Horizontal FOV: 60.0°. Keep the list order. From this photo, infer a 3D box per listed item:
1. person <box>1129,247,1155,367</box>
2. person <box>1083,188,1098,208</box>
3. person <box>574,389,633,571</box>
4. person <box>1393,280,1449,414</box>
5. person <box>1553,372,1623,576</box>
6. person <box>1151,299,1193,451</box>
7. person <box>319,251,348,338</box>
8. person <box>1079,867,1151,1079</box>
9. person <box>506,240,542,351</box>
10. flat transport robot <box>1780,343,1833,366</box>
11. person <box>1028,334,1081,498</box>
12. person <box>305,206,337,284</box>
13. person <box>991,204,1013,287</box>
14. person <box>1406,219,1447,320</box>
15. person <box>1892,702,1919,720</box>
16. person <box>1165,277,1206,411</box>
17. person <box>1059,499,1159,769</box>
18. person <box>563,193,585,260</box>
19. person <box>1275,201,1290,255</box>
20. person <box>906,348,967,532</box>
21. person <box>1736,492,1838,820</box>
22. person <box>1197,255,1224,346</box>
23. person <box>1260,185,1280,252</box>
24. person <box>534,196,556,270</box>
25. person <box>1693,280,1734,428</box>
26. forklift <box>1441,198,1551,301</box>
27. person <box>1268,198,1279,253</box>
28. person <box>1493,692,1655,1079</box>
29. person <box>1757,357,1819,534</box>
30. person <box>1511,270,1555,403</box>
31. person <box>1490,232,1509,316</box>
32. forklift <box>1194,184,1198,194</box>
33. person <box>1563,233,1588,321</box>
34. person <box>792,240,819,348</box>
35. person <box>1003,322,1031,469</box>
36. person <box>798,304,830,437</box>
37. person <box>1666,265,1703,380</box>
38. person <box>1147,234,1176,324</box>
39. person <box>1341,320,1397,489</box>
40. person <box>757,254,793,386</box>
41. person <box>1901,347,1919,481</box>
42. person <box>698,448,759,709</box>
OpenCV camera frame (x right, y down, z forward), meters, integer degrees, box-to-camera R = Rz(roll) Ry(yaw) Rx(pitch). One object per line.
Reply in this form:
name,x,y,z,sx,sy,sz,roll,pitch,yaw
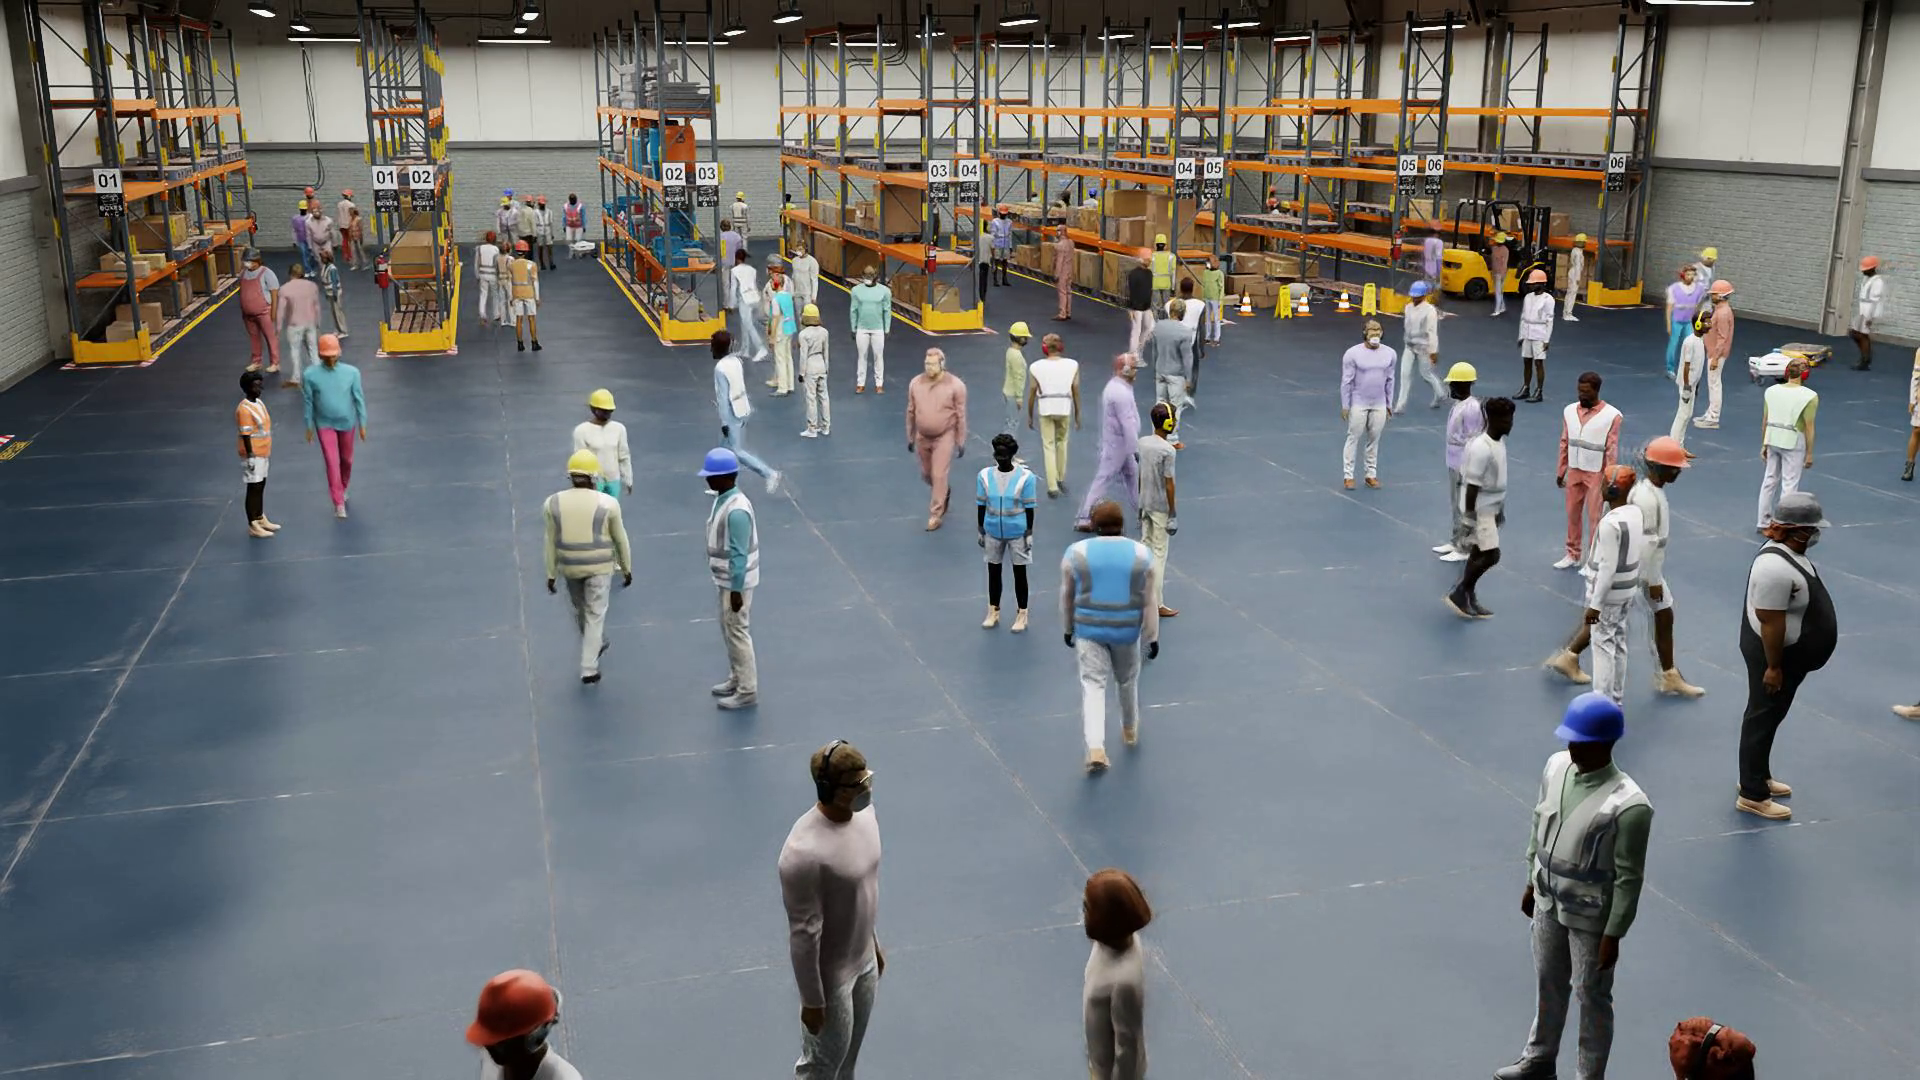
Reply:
person,3.005,-3.843,27.498,0.424,1.981,0.612,14,20,42
person,3.658,-8.779,46.149,0.612,1.946,0.405,11,18,35
person,-3.331,-0.548,15.553,0.546,1.748,0.406,-11,19,-36
person,6.559,-2.735,23.521,0.916,1.907,0.648,-10,18,-32
person,5.876,-0.635,15.589,0.405,1.908,0.599,-10,18,-34
person,2.670,-2.076,20.971,0.374,1.928,0.637,-13,20,-40
person,-11.658,-4.563,30.914,0.335,1.624,0.516,-11,18,-35
person,0.577,1.985,6.265,0.304,1.638,0.512,0,15,-1
person,-7.684,-4.303,29.326,0.548,1.936,0.378,0,15,0
flat transport robot,14.313,-3.167,28.245,0.652,0.197,1.431,12,19,37
person,1.040,-1.428,18.760,0.586,1.800,0.906,-2,15,-7
person,-15.297,-7.057,39.829,0.653,1.866,0.708,-3,15,-11
person,1.007,-6.976,39.407,0.543,1.927,0.375,-7,16,-24
person,9.393,-5.381,33.224,0.754,2.021,0.614,-4,15,-15
person,7.081,0.374,11.639,0.686,1.997,0.633,14,20,42
person,3.202,-2.784,23.686,0.598,1.897,0.453,4,16,16
person,0.998,0.615,11.113,0.677,1.801,0.857,0,15,1
person,-10.638,-8.632,45.847,0.650,1.813,0.575,1,15,2
person,8.475,-7.988,43.567,0.299,1.743,0.486,14,20,42
person,-0.231,-1.084,17.327,0.652,1.882,0.808,6,16,22
person,5.130,0.693,10.327,0.537,2.000,0.679,8,17,27
person,4.536,-4.313,29.948,0.279,1.632,0.502,-11,18,-36
person,8.668,-8.873,46.400,0.605,2.017,0.940,-8,17,-28
person,-10.755,-7.925,43.031,0.571,1.889,0.983,-8,17,-27
person,10.202,-2.511,22.474,0.387,1.992,0.626,6,16,22
forklift,11.913,-6.508,37.130,2.313,2.155,1.214,-4,15,-15
person,8.422,-8.310,44.773,0.337,1.743,0.562,1,15,4
person,2.669,1.572,7.196,0.383,1.949,0.605,-6,16,-22
person,8.343,-0.926,16.819,0.395,1.836,0.561,-8,17,-27
person,8.400,-2.985,24.368,0.382,1.936,0.582,-8,17,-26
person,11.079,-5.452,34.064,0.584,1.718,0.604,-4,15,-14
forklift,7.392,-11.333,53.972,1.873,2.768,1.129,-4,15,-15
person,12.376,-5.280,33.398,0.341,1.736,0.487,2,15,9
person,-2.755,-4.351,29.529,0.625,1.933,0.375,14,20,42
person,0.688,-1.747,20.042,0.330,1.765,0.533,-2,15,-7
person,-1.942,-2.233,21.909,0.315,1.742,0.492,13,20,41
person,11.395,-3.391,26.108,0.608,1.814,0.770,-2,15,-6
person,3.705,-4.701,30.842,0.585,1.929,0.371,-1,15,-6
person,4.634,-1.535,18.908,0.635,1.937,0.354,-2,15,-8
person,-2.869,-3.413,25.778,0.536,2.000,0.688,4,15,15
person,11.287,-1.623,19.240,0.542,1.939,0.366,7,17,26
person,-1.669,0.273,12.118,0.418,1.937,0.618,-5,16,-17
